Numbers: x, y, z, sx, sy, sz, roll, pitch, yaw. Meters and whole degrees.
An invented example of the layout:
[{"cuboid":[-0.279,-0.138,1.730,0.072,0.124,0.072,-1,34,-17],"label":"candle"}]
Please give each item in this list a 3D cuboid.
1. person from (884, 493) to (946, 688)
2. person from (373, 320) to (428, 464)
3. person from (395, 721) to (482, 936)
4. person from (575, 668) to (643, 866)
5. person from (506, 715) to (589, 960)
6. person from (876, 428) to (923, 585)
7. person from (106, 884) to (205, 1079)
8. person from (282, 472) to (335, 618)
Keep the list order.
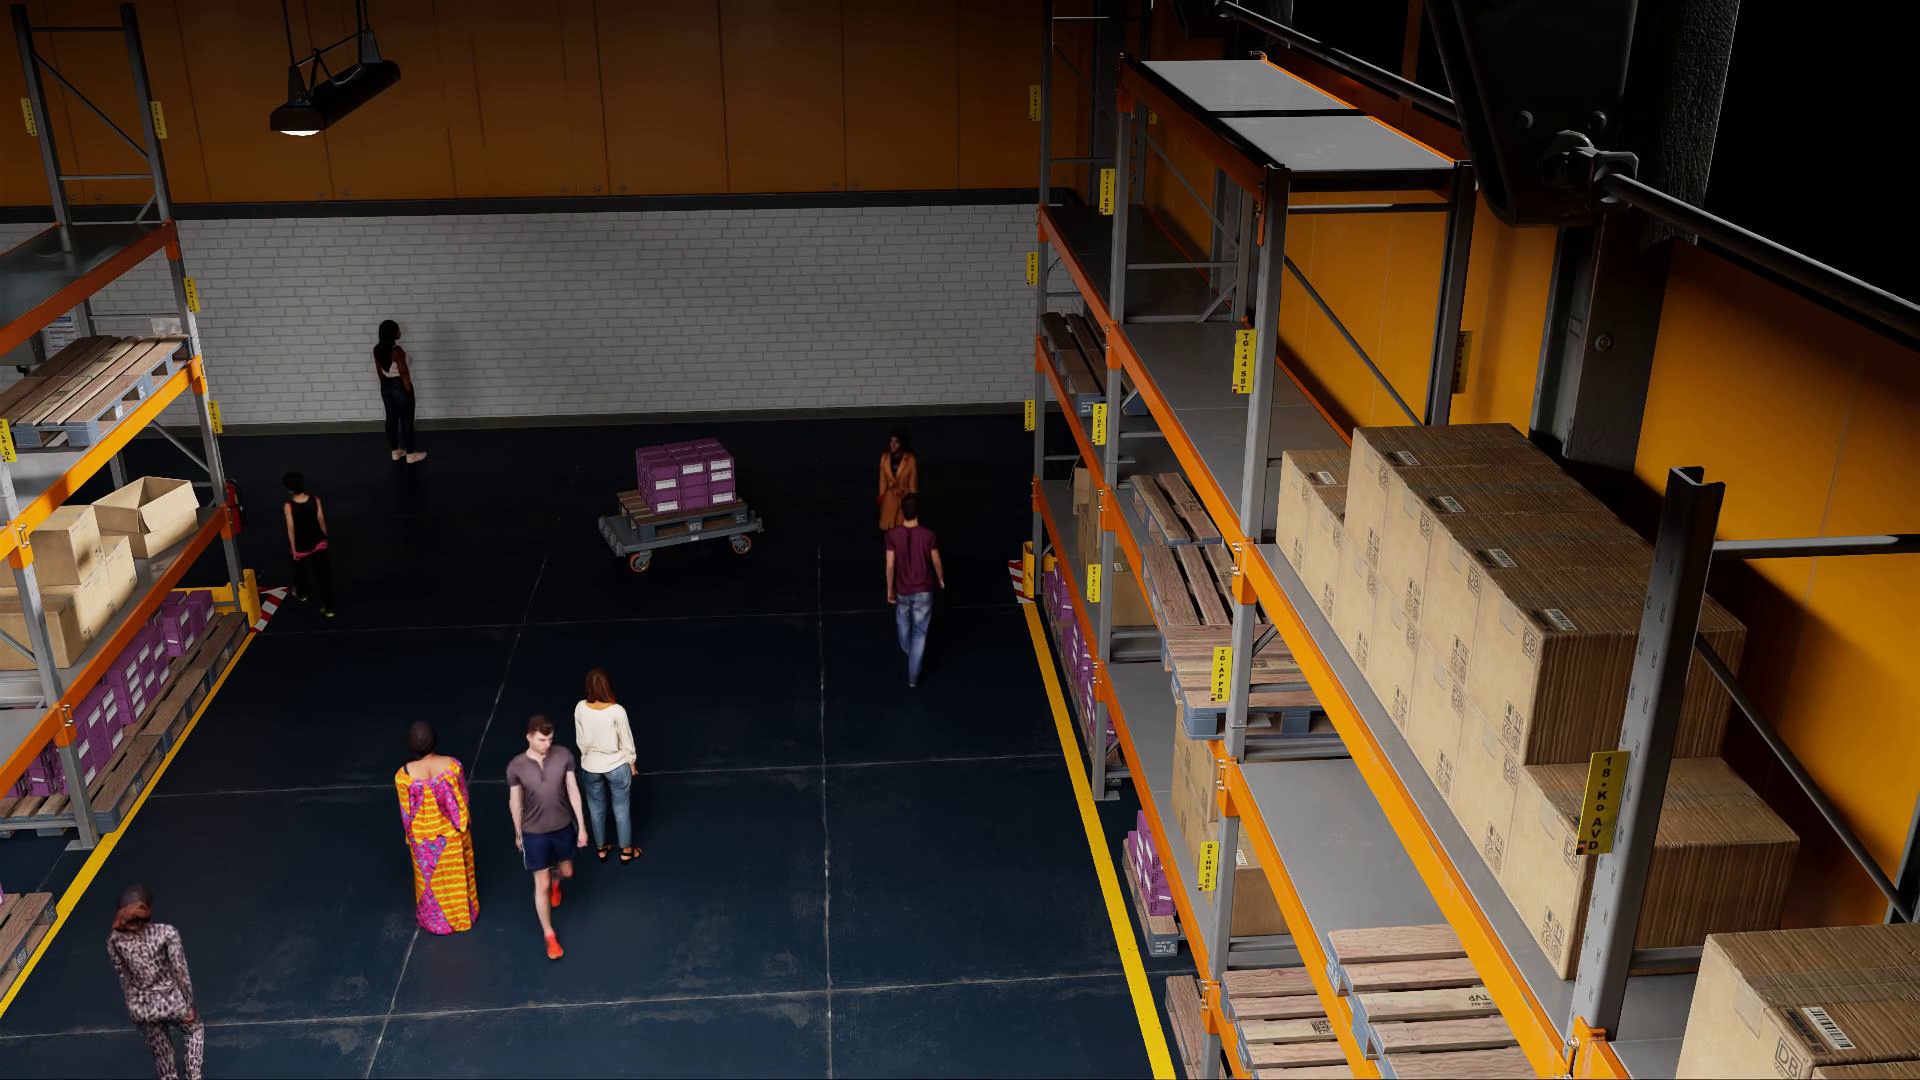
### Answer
[{"cuboid":[-0.435,0.485,15.380,0.855,1.819,1.118,4,24,10],"label":"person"},{"cuboid":[-7.040,-1.858,20.754,0.747,1.807,0.781,13,27,27],"label":"person"},{"cuboid":[-3.786,2.038,11.998,0.741,1.682,0.765,-11,26,-23],"label":"person"},{"cuboid":[-2.701,1.727,12.710,0.673,1.682,0.639,5,24,12],"label":"person"},{"cuboid":[-2.948,2.013,11.867,0.914,1.833,1.133,-10,26,-22],"label":"person"},{"cuboid":[-0.601,-0.372,17.475,0.799,1.711,0.805,8,25,17],"label":"person"},{"cuboid":[-4.869,2.872,10.062,0.613,1.705,0.650,-6,24,-13],"label":"person"},{"cuboid":[-6.509,0.076,16.703,0.932,1.509,1.063,-19,30,-37],"label":"person"}]
